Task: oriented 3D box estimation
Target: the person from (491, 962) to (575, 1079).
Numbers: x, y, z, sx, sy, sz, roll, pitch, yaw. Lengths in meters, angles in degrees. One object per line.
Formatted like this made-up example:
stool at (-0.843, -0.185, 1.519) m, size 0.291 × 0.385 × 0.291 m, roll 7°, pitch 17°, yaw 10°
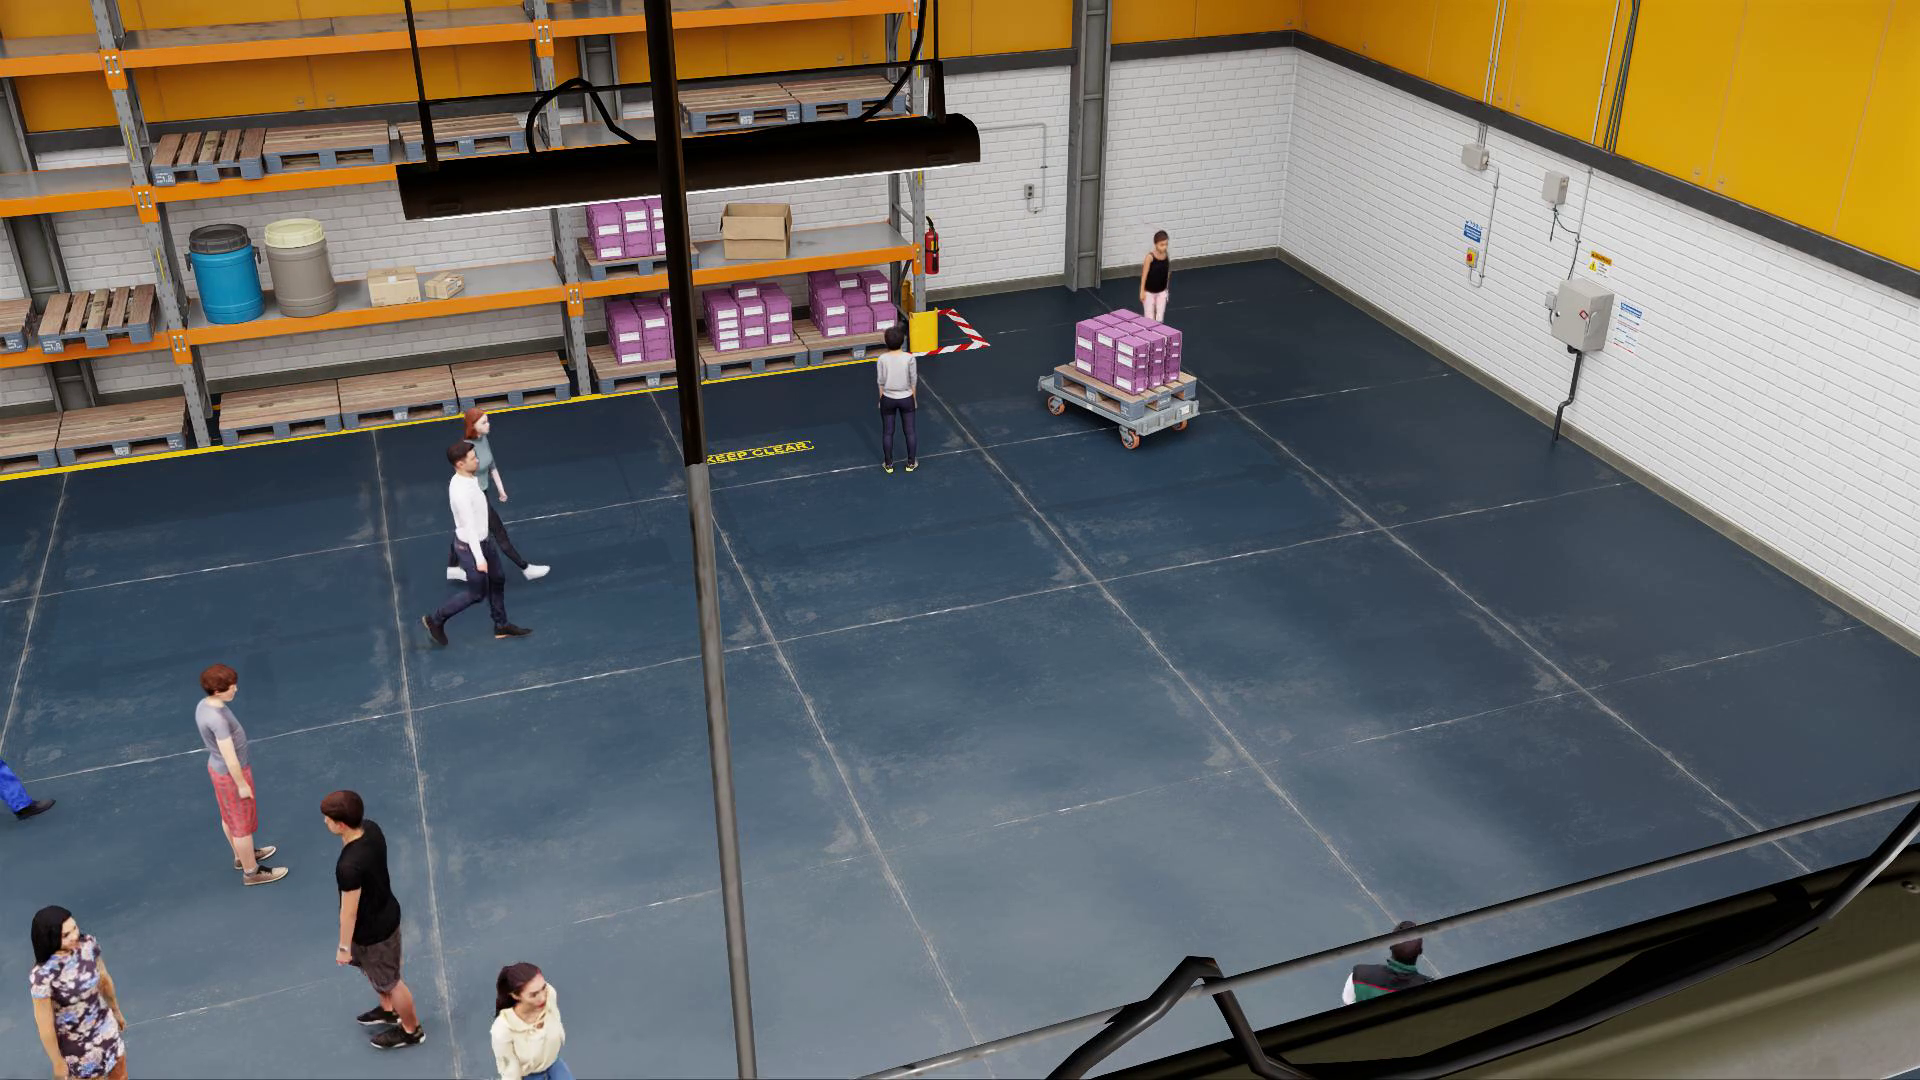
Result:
person at (-2.320, 2.857, 8.849) m, size 1.012 × 1.600 × 1.010 m, roll 20°, pitch 34°, yaw 32°

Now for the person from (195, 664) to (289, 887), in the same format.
person at (-4.900, 1.567, 11.163) m, size 0.604 × 1.650 × 0.642 m, roll -18°, pitch 33°, yaw -30°

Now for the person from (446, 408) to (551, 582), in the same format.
person at (-4.322, -0.343, 14.634) m, size 1.250 × 1.679 × 0.925 m, roll 2°, pitch 29°, yaw 5°

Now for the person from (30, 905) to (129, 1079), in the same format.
person at (-4.818, 2.679, 9.045) m, size 0.924 × 1.726 × 0.837 m, roll 6°, pitch 29°, yaw 12°

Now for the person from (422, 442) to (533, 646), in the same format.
person at (-4.106, 0.061, 13.723) m, size 1.140 × 1.842 × 0.772 m, roll -4°, pitch 29°, yaw -7°

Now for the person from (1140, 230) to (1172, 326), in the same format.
person at (2.251, -2.920, 19.503) m, size 0.718 × 1.539 × 0.612 m, roll -13°, pitch 31°, yaw -23°

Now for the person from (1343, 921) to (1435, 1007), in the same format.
person at (2.232, 2.819, 8.718) m, size 1.215 × 1.793 × 1.290 m, roll 13°, pitch 31°, yaw 22°

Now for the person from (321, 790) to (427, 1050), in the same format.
person at (-3.344, 2.235, 9.730) m, size 0.707 × 1.849 × 0.711 m, roll -5°, pitch 29°, yaw -8°

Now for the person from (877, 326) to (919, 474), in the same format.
person at (-0.632, -1.418, 16.738) m, size 0.519 × 1.551 × 0.663 m, roll -1°, pitch 29°, yaw -1°
